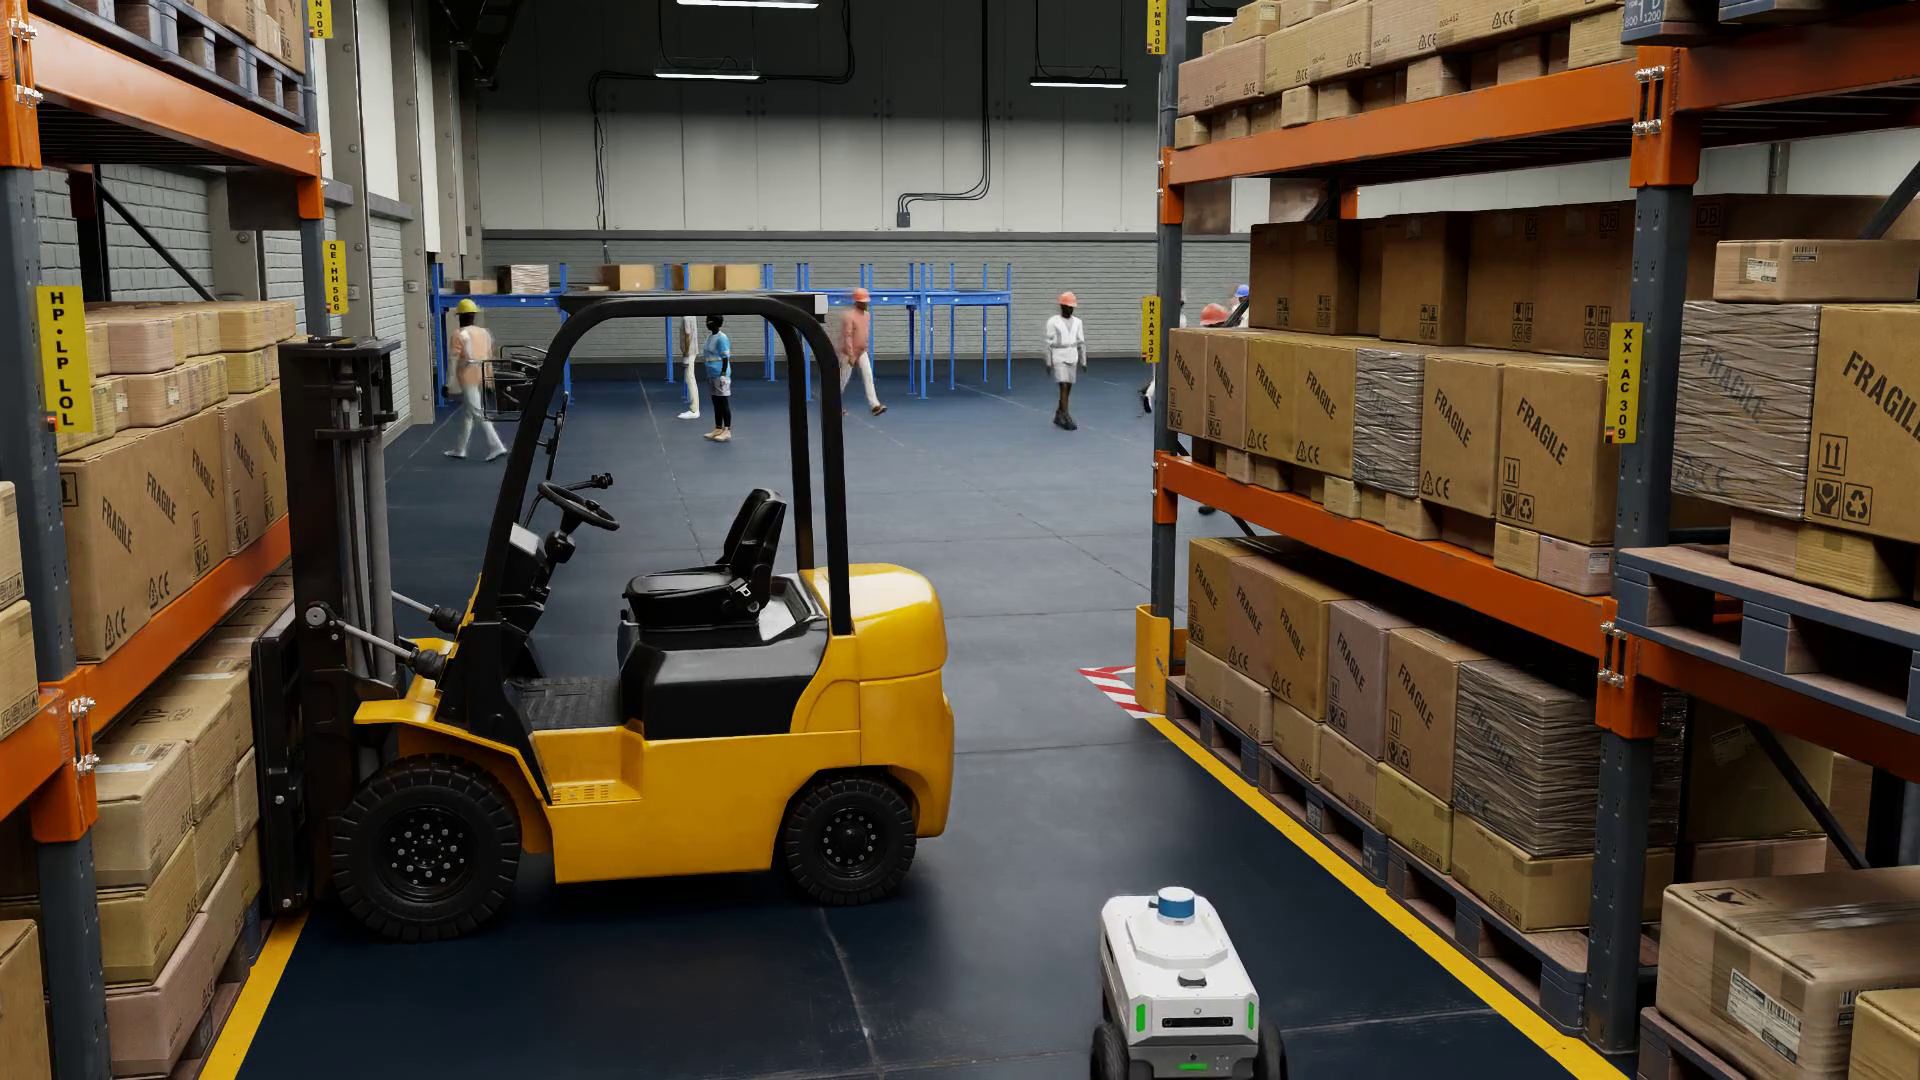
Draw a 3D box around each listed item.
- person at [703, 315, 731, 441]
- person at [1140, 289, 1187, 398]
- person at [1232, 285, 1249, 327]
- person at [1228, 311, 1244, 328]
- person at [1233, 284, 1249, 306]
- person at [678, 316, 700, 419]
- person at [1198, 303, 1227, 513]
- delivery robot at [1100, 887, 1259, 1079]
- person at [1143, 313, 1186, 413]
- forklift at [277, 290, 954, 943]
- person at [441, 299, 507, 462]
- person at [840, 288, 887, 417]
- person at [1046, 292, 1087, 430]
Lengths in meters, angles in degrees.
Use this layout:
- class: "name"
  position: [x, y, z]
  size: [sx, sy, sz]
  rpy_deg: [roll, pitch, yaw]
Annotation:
- class: "person"
  position: [-3.157, -2.141, 21.644]
  size: [0.321, 1.695, 0.537]
  rpy_deg: [-5, 11, -30]
- class: "person"
  position: [3.307, -3.089, 26.803]
  size: [0.727, 1.914, 0.546]
  rpy_deg: [-1, 9, -3]
- class: "person"
  position: [4.883, -3.411, 28.653]
  size: [0.602, 1.938, 0.401]
  rpy_deg: [9, 13, 42]
- class: "person"
  position: [4.099, -2.651, 25.068]
  size: [0.528, 1.597, 0.862]
  rpy_deg: [7, 12, 37]
- class: "person"
  position: [6.174, -4.511, 35.559]
  size: [0.845, 1.878, 0.648]
  rpy_deg: [-4, 10, -23]
- class: "person"
  position: [-4.082, -2.758, 24.918]
  size: [0.318, 1.865, 0.520]
  rpy_deg: [-1, 9, -4]
- class: "person"
  position: [2.326, -1.200, 15.224]
  size: [0.565, 1.918, 0.403]
  rpy_deg: [4, 10, 25]
- class: "delivery robot"
  position: [0.592, 1.201, 4.586]
  size: [0.477, 0.478, 0.707]
  rpy_deg: [0, 9, -2]
- class: "person"
  position: [3.077, -2.801, 25.113]
  size: [0.680, 1.879, 0.649]
  rpy_deg: [9, 13, 42]
- class: "forklift"
  position: [-1.179, 0.175, 6.143]
  size: [2.313, 2.155, 1.214]
  rpy_deg: [-2, 10, -12]
- class: "person"
  position: [-5.685, -1.866, 19.413]
  size: [0.965, 1.887, 0.605]
  rpy_deg: [4, 10, 21]
- class: "person"
  position: [-1.553, -2.815, 25.044]
  size: [1.089, 1.921, 0.645]
  rpy_deg: [7, 12, 37]
- class: "person"
  position: [1.492, -2.513, 23.367]
  size: [0.562, 1.913, 0.842]
  rpy_deg: [-4, 10, -25]
